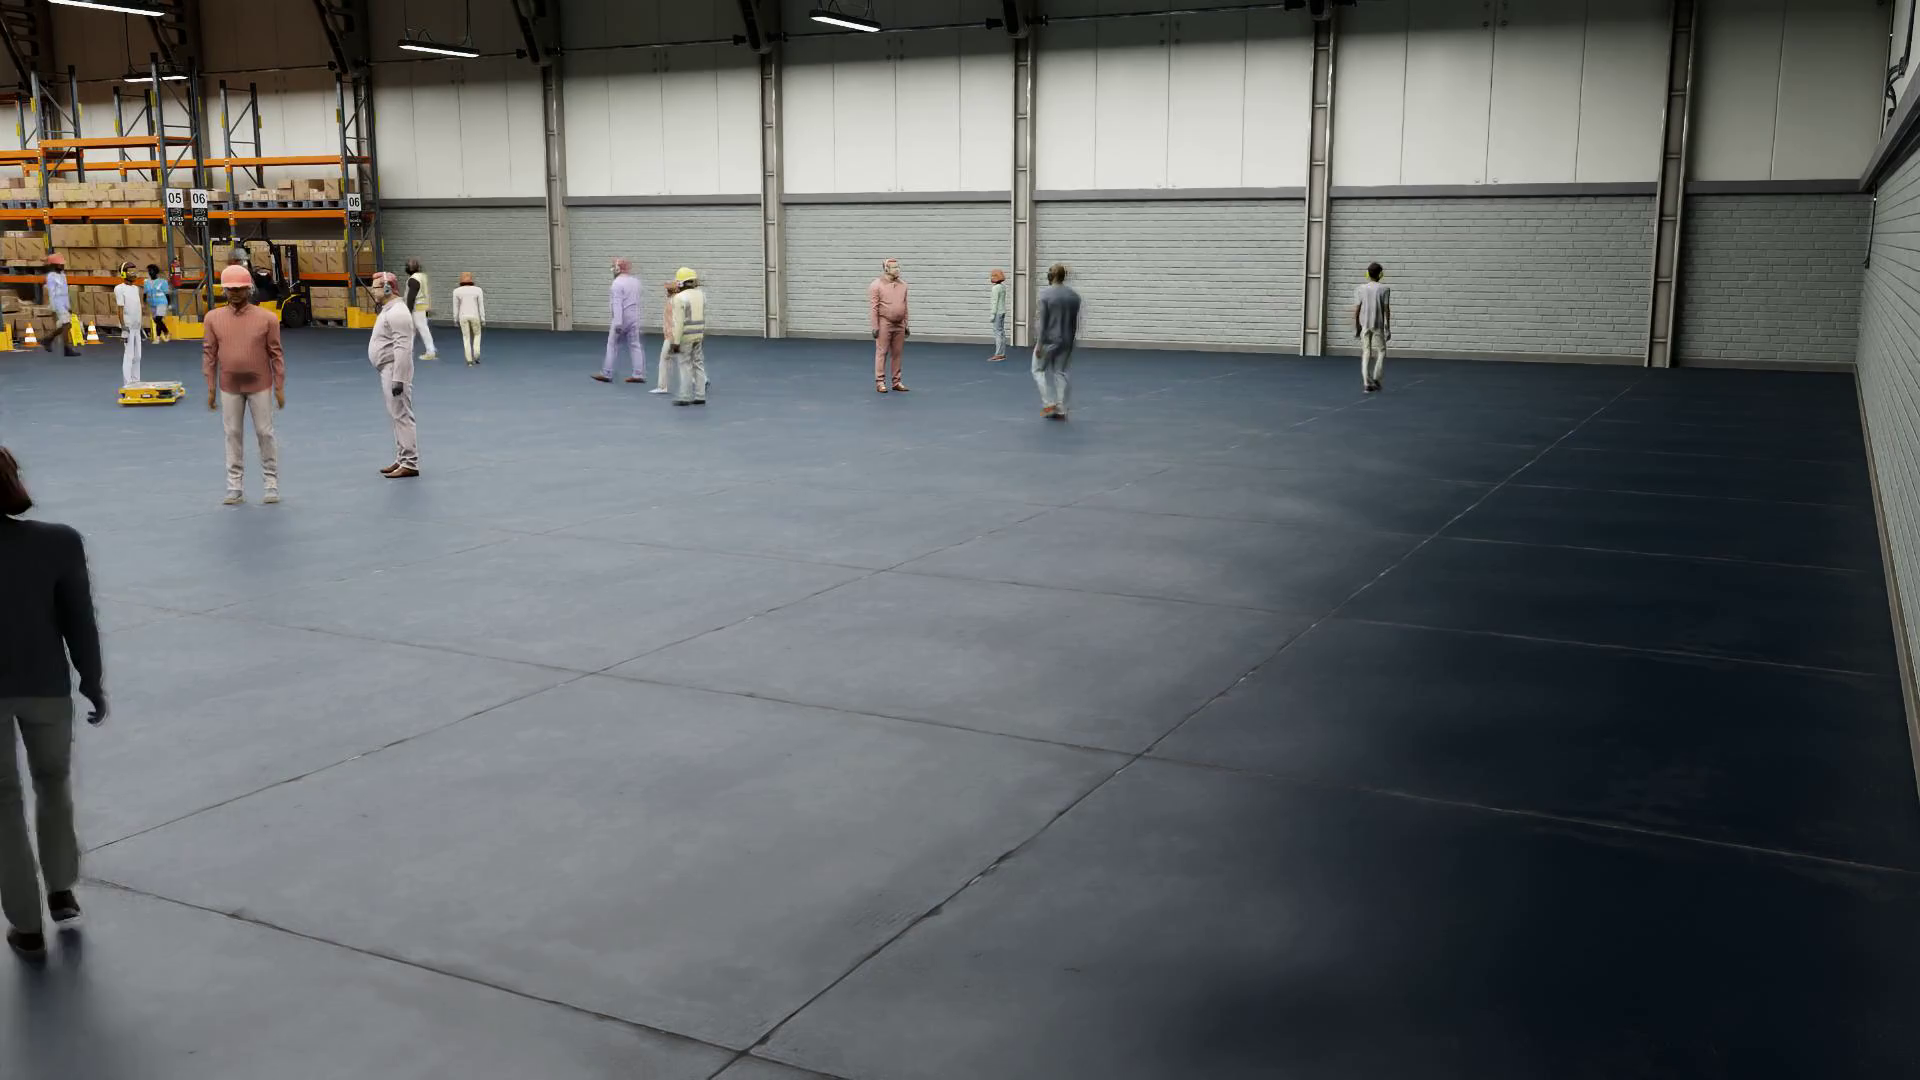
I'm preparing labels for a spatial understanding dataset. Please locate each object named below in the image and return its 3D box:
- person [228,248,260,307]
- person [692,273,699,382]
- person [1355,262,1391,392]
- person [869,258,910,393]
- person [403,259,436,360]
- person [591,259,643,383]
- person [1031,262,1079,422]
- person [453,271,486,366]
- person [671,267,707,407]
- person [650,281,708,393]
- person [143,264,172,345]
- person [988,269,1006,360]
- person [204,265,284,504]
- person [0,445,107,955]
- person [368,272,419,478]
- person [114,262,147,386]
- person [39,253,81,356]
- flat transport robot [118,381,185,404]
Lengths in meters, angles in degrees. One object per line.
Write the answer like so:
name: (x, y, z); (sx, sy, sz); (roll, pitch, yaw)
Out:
person: (-12.974, -4.268, 30.015); (0.659, 2.000, 0.684); (0, 10, 0)
person: (-4.092, -3.235, 25.237); (0.399, 1.726, 0.502); (-8, 13, -35)
person: (5.947, -3.051, 23.874); (0.551, 1.857, 0.494); (6, 12, 30)
person: (-0.990, -3.074, 23.867); (0.651, 1.909, 0.409); (-8, 13, -37)
person: (-9.907, -4.137, 29.926); (0.913, 1.804, 0.658); (-2, 11, -8)
person: (-5.237, -3.332, 25.360); (0.904, 1.869, 0.679); (4, 11, 20)
person: (1.125, -2.382, 20.068); (0.652, 1.914, 0.487); (-8, 13, -36)
person: (-8.476, -3.823, 28.728); (0.538, 1.610, 0.525); (-2, 11, -13)
person: (-3.557, -2.645, 21.748); (0.404, 1.828, 0.600); (6, 12, 30)
person: (-3.989, -2.867, 23.567); (0.800, 1.604, 0.525); (2, 11, 11)
person: (-16.557, -4.886, 34.395); (0.533, 1.665, 0.787); (2, 11, 9)
person: (0.676, -4.050, 29.933); (0.286, 1.636, 0.500); (4, 11, 20)
person: (-5.990, -1.294, 13.928); (0.620, 1.993, 0.395); (-2, 11, -10)
person: (-2.978, 0.488, 5.203); (0.528, 1.616, 0.388); (-8, 13, -39)
person: (-5.280, -1.532, 15.472); (0.402, 1.904, 0.652); (-5, 11, -23)
person: (-11.583, -2.949, 23.294); (0.328, 1.872, 0.513); (0, 10, 2)
person: (-16.727, -4.348, 30.802); (0.653, 1.912, 0.553); (-1, 10, -6)
flat transport robot: (-10.921, -2.000, 22.477); (0.652, 0.197, 1.431); (-3, 11, -18)
